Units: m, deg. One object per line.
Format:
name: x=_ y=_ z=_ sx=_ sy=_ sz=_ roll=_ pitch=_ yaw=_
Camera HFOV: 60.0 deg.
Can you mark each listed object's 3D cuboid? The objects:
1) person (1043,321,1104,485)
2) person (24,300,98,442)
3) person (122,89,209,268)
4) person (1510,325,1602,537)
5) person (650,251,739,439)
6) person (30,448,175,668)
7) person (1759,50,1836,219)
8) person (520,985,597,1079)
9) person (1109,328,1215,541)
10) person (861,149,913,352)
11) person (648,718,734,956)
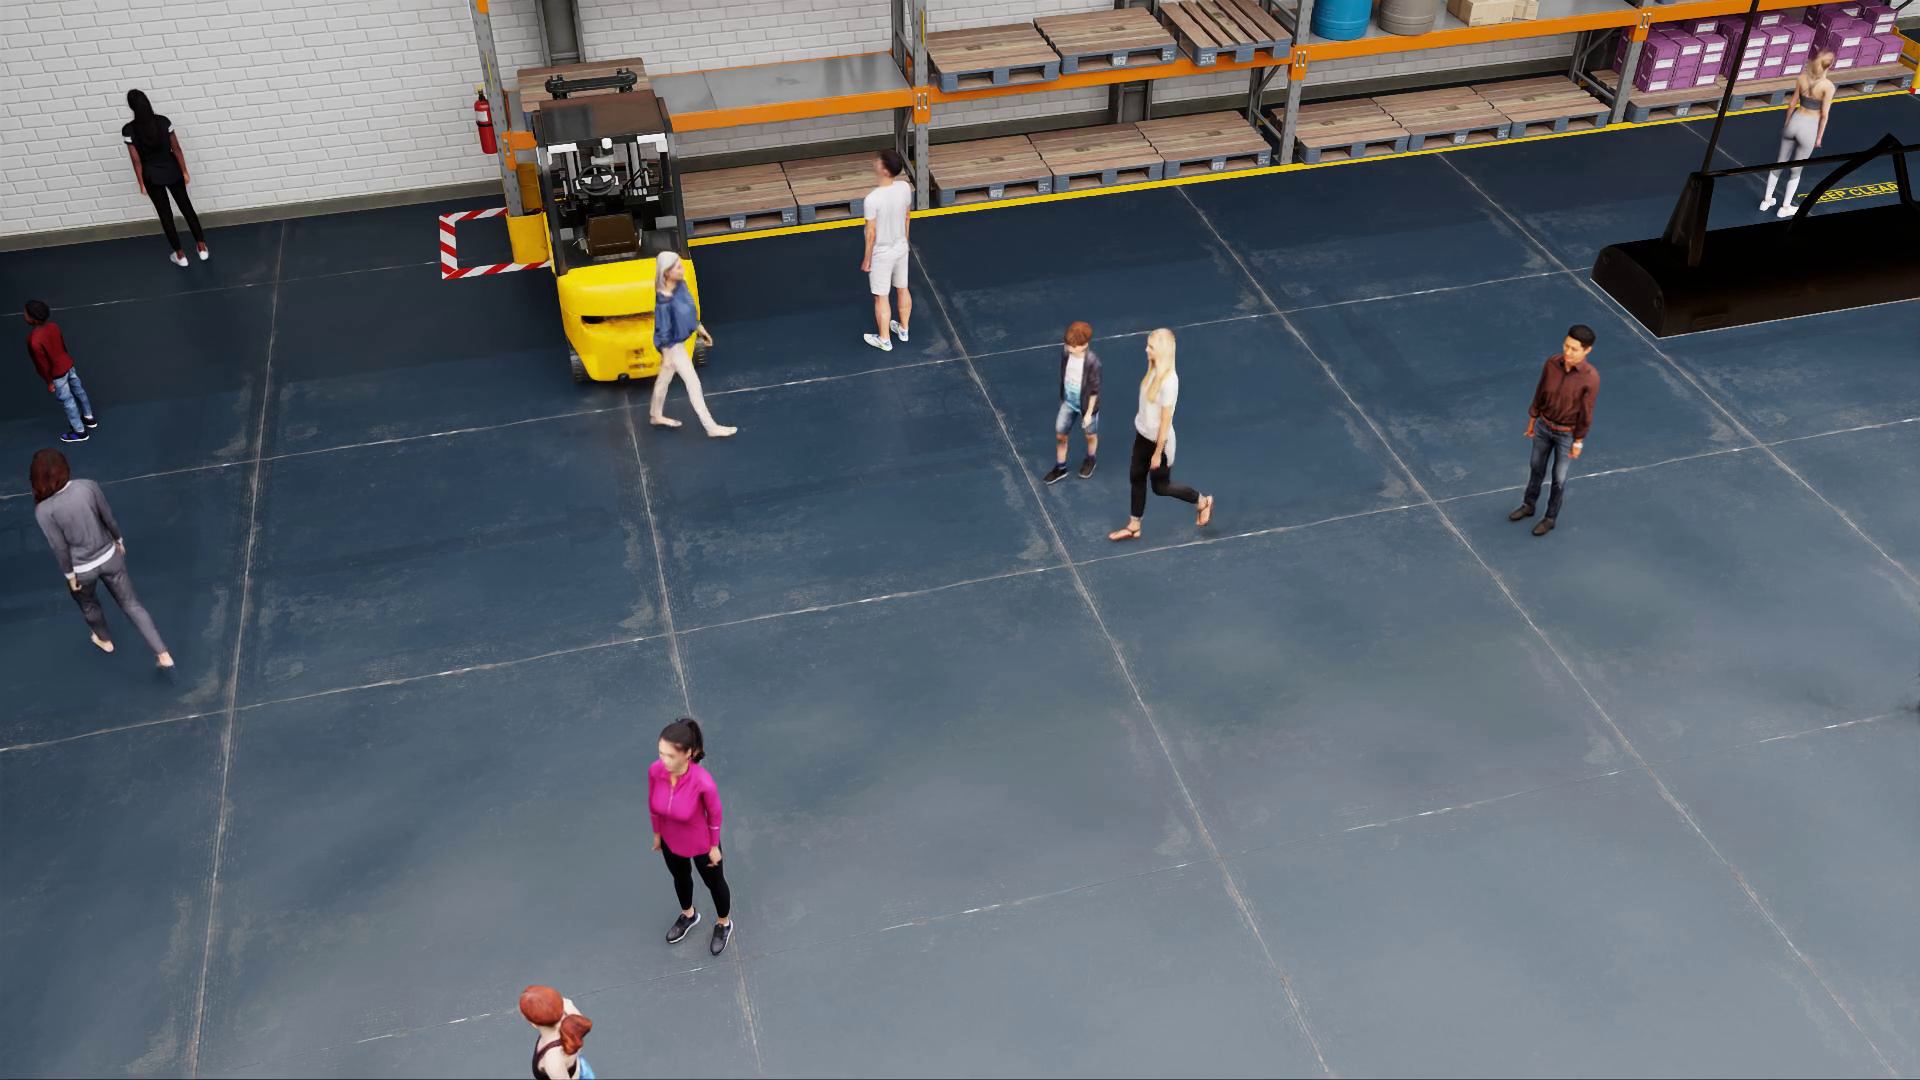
person: x=0.982 y=-1.110 z=13.005 sx=0.767 sy=1.428 sz=0.846 roll=23 pitch=44 yaw=26
person: x=-7.318 y=-1.389 z=13.493 sx=0.571 sy=1.256 sz=0.565 roll=3 pitch=39 yaw=3
person: x=-7.501 y=-3.414 z=15.648 sx=0.627 sy=1.730 sz=0.752 roll=-27 pitch=46 yaw=-30
person: x=4.466 y=-0.826 z=12.369 sx=0.675 sy=1.778 sz=0.702 roll=-29 pitch=47 yaw=-31
person: x=-2.389 y=-1.563 z=13.395 sx=1.080 sy=1.659 sz=0.830 roll=2 pitch=39 yaw=2
person: x=-5.751 y=0.188 z=11.137 sx=1.111 sy=1.731 sz=1.127 roll=27 pitch=46 yaw=30
person: x=8.310 y=-4.028 z=16.441 sx=0.657 sy=1.701 sz=0.638 roll=-24 pitch=45 yaw=-27
person: x=-1.852 y=2.691 z=7.967 sx=0.646 sy=1.787 sz=0.620 roll=-1 pitch=39 yaw=-1
person: x=1.538 y=-0.743 z=12.242 sx=1.017 sy=1.808 sz=0.613 roll=-9 pitch=40 yaw=-11
person: x=-0.625 y=-2.520 z=14.427 sx=0.691 sy=1.857 sz=0.827 roll=-31 pitch=48 yaw=-33
person: x=-1.510 y=1.661 z=9.326 sx=0.671 sy=1.699 sz=0.751 roll=13 pitch=40 yaw=15
